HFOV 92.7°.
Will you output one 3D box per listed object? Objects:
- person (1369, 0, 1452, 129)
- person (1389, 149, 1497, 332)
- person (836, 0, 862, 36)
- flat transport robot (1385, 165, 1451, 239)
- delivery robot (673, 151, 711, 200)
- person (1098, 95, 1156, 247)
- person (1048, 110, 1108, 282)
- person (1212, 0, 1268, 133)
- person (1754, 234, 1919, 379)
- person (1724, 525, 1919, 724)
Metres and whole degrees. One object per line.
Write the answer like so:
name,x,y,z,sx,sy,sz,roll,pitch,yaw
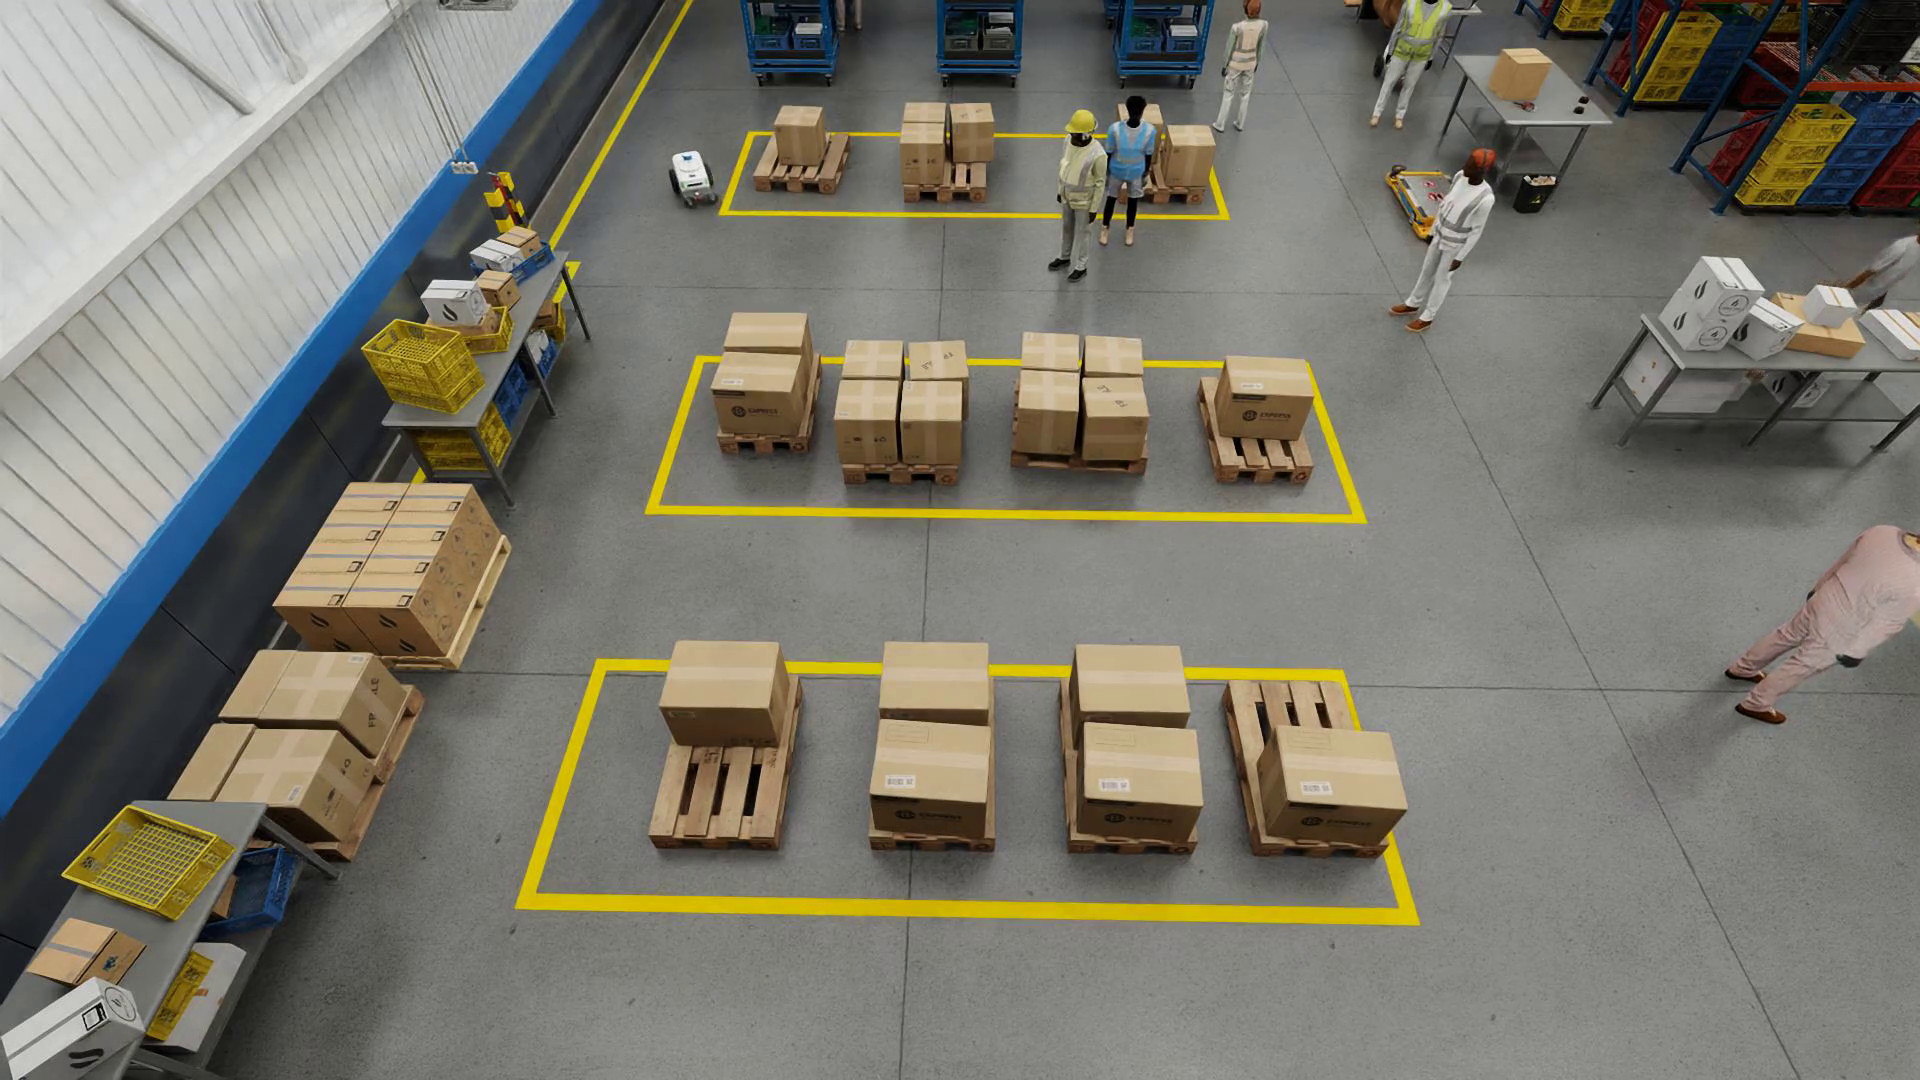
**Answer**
person,5.898,-6.351,11.981,0.625,1.844,0.429,13,50,11
person,4.783,-2.915,8.981,0.358,1.881,0.574,-8,50,-7
person,-1.752,-8.842,14.051,0.626,1.980,0.410,-17,51,-14
flat transport robot,5.692,-4.094,11.059,0.652,0.197,1.431,1,49,1
delivery robot,-3.260,-4.446,11.117,0.477,0.478,0.707,-15,51,-12
person,1.825,-4.041,10.082,0.542,1.691,0.320,4,49,4
person,1.226,-3.589,9.599,0.403,1.826,0.594,-30,55,-23
person,3.668,-6.186,11.979,0.520,1.633,0.317,-7,49,-6
person,8.150,-2.169,8.372,0.707,1.829,0.395,-18,51,-15
person,5.807,0.510,6.010,0.400,1.900,0.648,12,50,10
